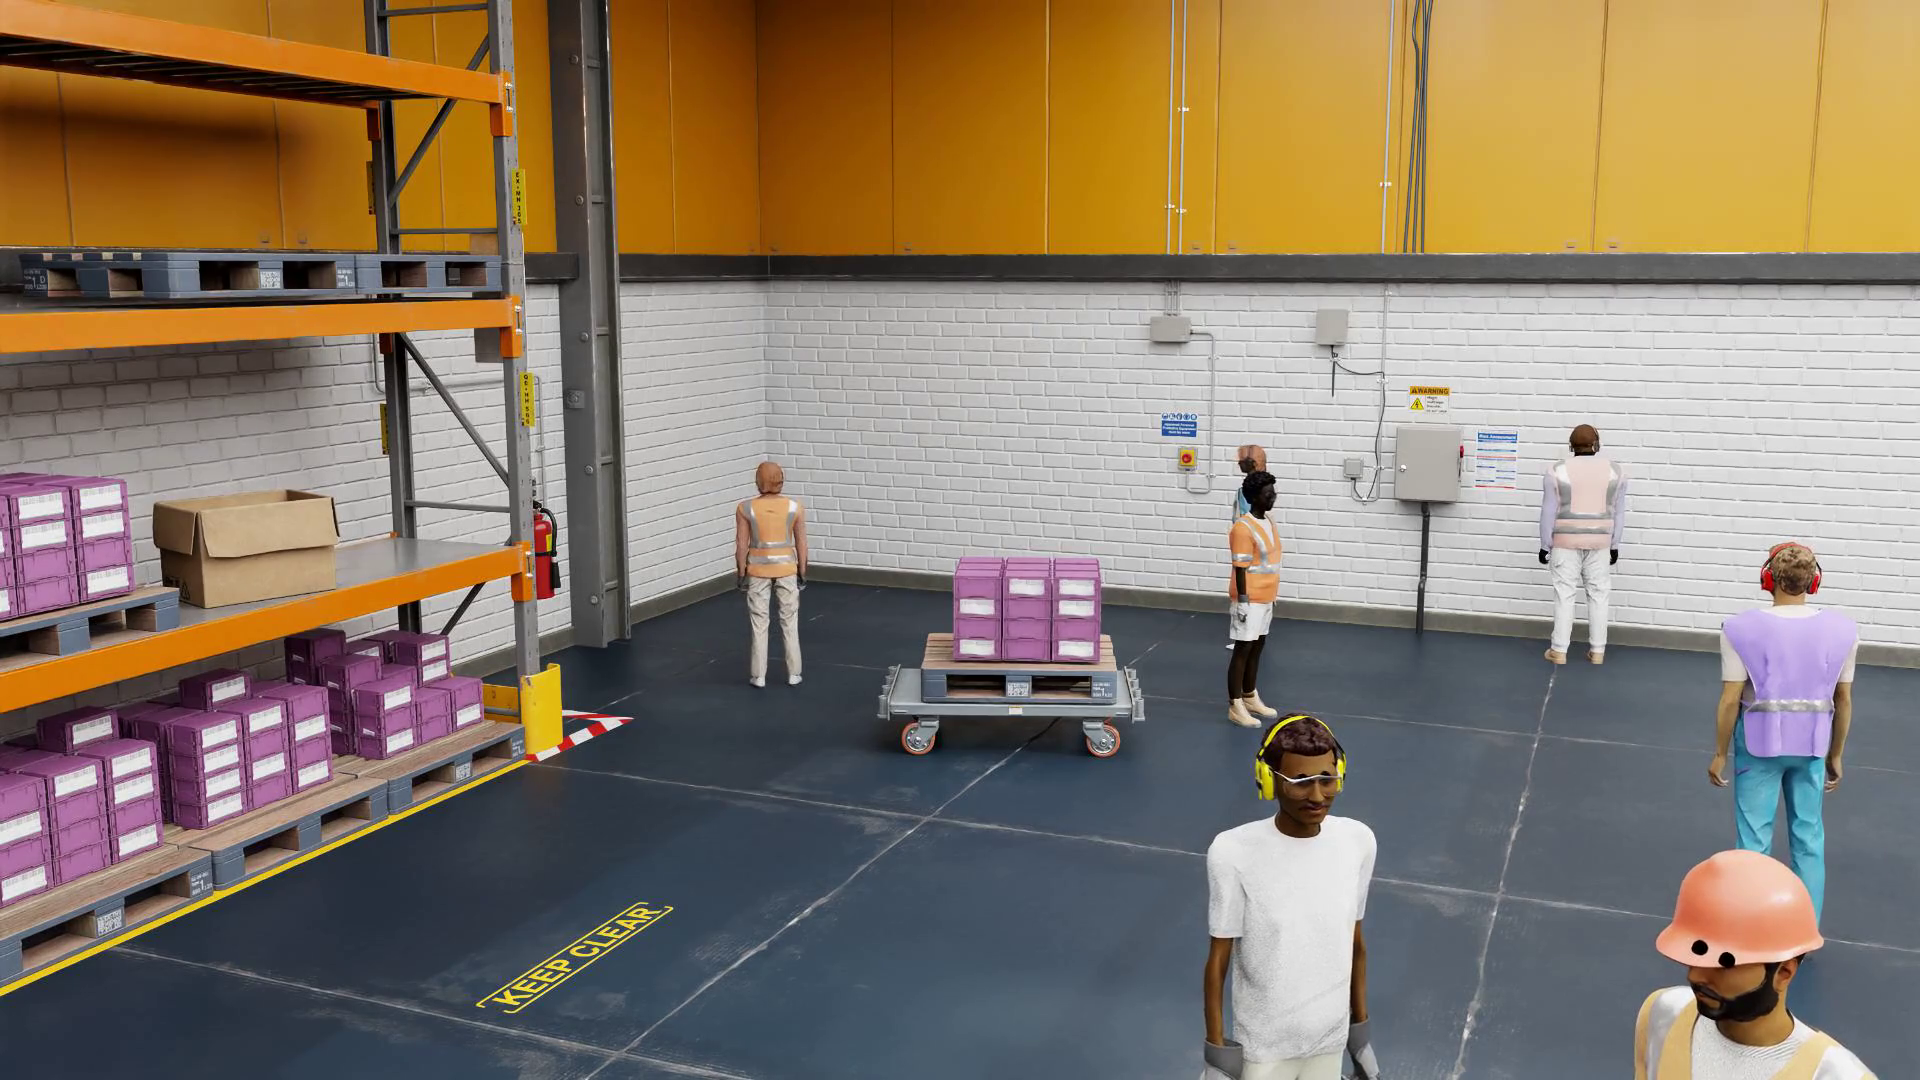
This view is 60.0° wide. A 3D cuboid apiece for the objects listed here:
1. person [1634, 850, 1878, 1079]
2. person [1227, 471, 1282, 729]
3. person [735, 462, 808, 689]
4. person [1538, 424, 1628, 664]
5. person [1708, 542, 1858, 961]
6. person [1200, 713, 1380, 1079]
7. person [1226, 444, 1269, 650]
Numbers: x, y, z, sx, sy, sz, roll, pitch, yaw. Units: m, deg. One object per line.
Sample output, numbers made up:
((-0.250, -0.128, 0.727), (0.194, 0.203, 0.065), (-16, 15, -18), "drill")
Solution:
((1.492, 1.539, 3.270), (0.372, 1.935, 0.551), (-5, 11, -29), "person")
((1.955, 0.382, 11.009), (0.316, 1.695, 0.542), (6, 11, 32), "person")
((-1.350, 0.256, 11.955), (0.523, 1.636, 0.310), (-2, 10, -11), "person")
((4.722, 0.037, 12.677), (0.624, 1.841, 0.430), (1, 9, 6), "person")
((3.564, 0.930, 7.233), (0.564, 1.846, 0.392), (1, 9, 5), "person")
((0.896, 1.373, 4.478), (0.531, 1.870, 0.316), (-3, 10, -18), "person")
((2.301, 0.058, 13.141), (0.308, 1.641, 0.510), (5, 11, 27), "person")
